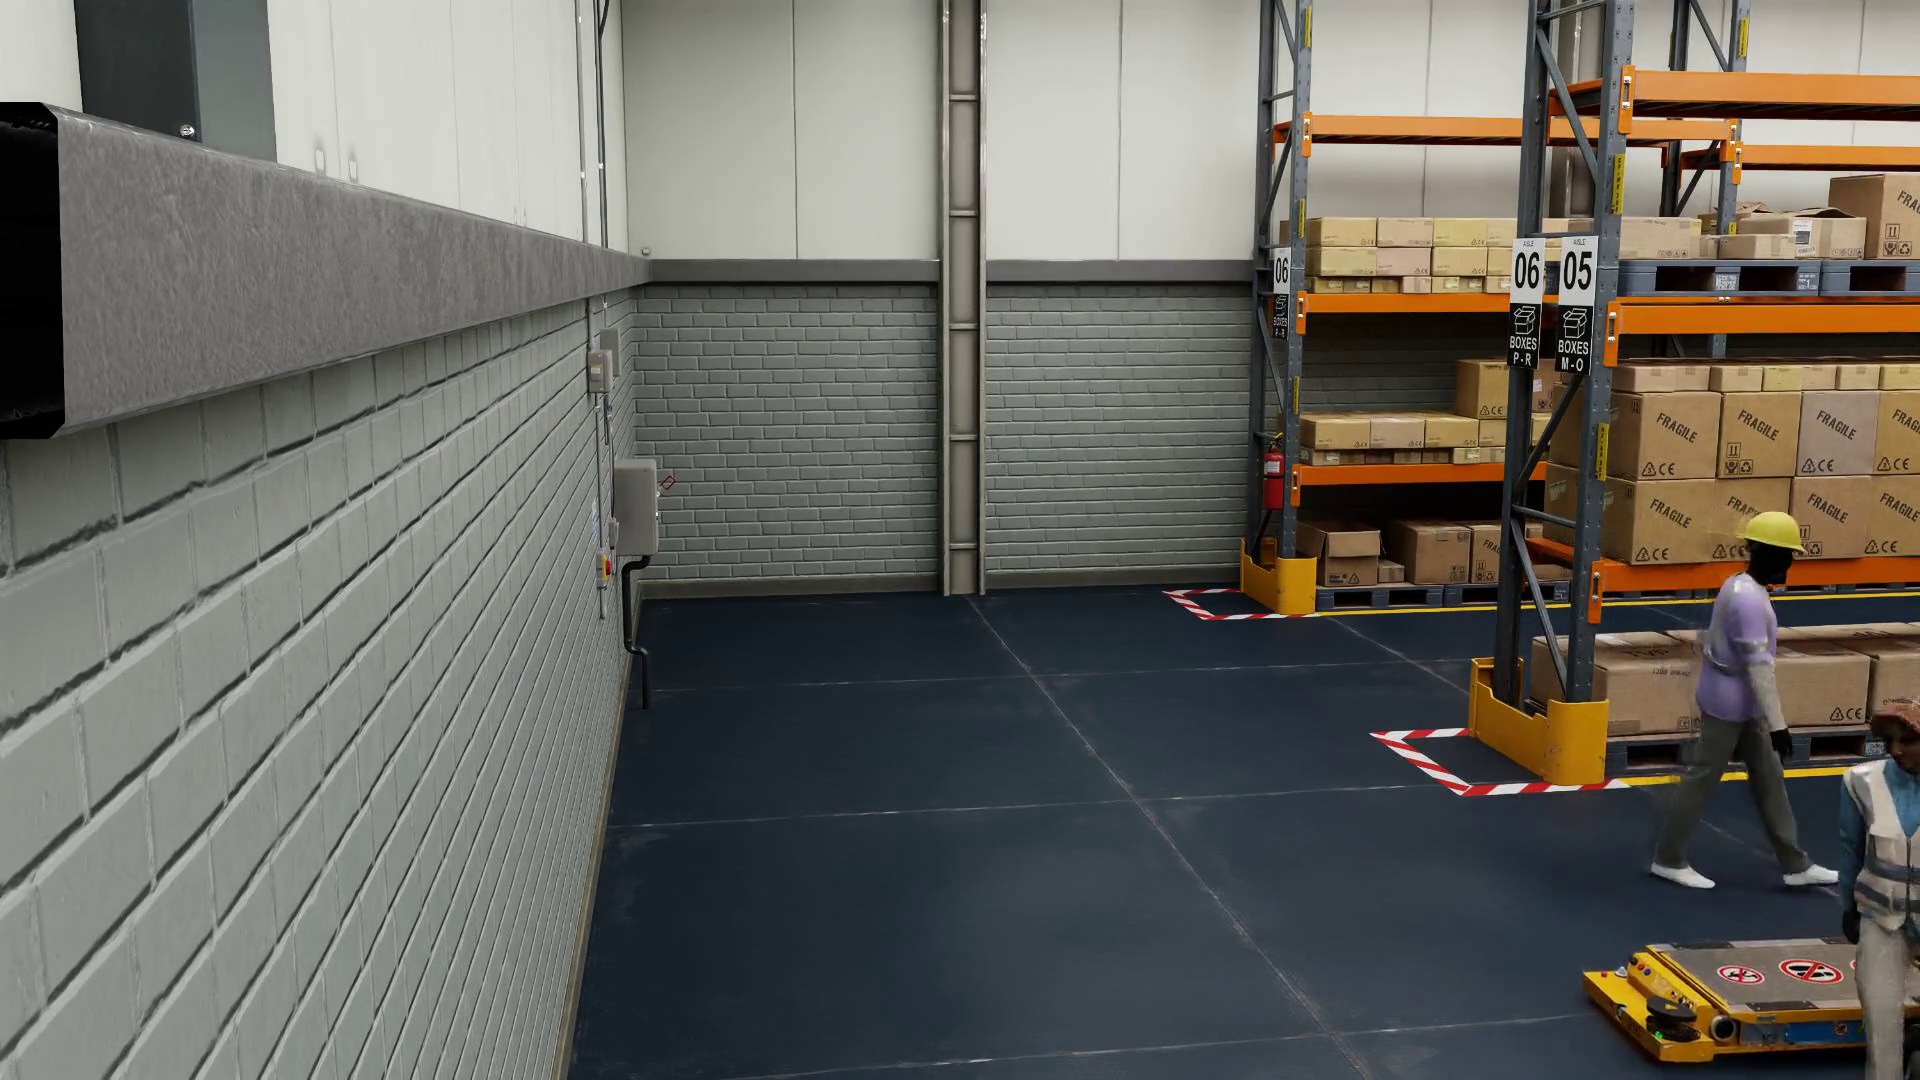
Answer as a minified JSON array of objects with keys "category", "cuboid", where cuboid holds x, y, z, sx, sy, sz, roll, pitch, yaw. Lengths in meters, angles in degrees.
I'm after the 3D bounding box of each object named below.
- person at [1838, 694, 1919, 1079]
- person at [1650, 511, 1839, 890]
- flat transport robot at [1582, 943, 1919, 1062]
[{"category":"person","cuboid":[3.359,1.302,5.795,0.544,1.608,0.715,8,12,42]},{"category":"person","cuboid":[3.872,0.806,8.022,0.968,1.873,0.617,5,11,30]},{"category":"flat transport robot","cuboid":[3.334,1.827,6.673,1.431,0.197,0.652,-1,9,-5]}]
